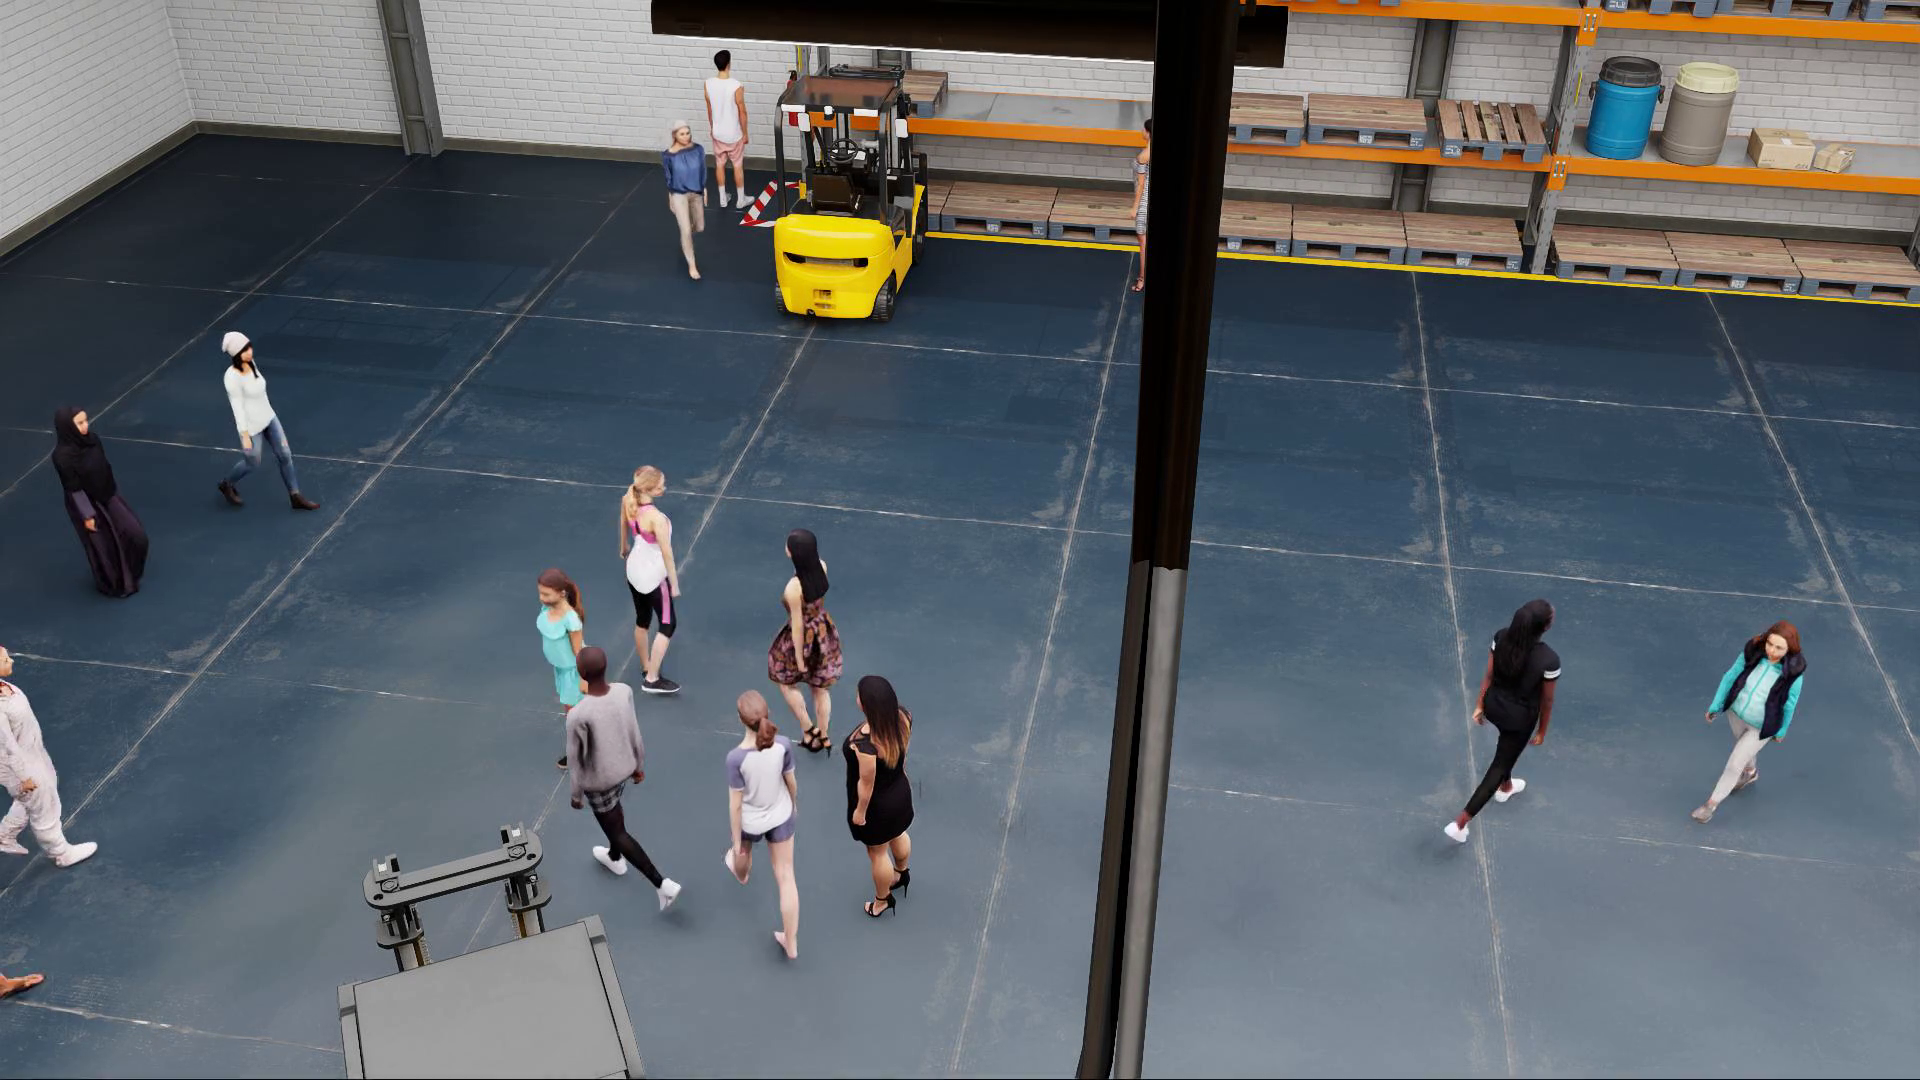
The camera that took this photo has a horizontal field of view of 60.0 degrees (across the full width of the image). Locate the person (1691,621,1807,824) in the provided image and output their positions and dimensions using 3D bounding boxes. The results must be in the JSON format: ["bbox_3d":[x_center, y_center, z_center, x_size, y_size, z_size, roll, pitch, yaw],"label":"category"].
[{"bbox_3d":[5.064,1.091,10.532,1.044,1.460,0.979,-20,38,-27],"label":"person"}]

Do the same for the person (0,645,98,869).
[{"bbox_3d":[-5.736,1.331,9.969,0.928,1.684,0.865,-20,39,-27],"label":"person"}]

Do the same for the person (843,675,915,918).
[{"bbox_3d":[-0.451,1.496,9.690,0.705,1.717,0.732,17,37,23],"label":"person"}]

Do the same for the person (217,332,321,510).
[{"bbox_3d":[-5.766,-0.930,13.429,1.045,1.619,0.573,6,34,8],"label":"person"}]

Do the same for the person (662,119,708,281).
[{"bbox_3d":[-2.887,-3.600,17.390,0.968,1.680,0.994,-17,37,-23],"label":"person"}]

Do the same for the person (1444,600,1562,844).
[{"bbox_3d":[3.351,1.137,10.255,1.165,1.690,1.149,-23,40,-30],"label":"person"}]

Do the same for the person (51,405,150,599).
[{"bbox_3d":[-6.572,-0.308,12.504,0.788,1.607,0.692,13,36,19],"label":"person"}]

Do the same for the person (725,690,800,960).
[{"bbox_3d":[-1.089,1.652,9.453,1.135,1.719,1.068,-14,36,-20],"label":"person"}]

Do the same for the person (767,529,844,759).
[{"bbox_3d":[-0.918,0.711,10.832,0.832,1.761,0.769,19,38,26],"label":"person"}]

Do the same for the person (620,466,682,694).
[{"bbox_3d":[-2.148,0.275,11.474,0.791,1.776,0.944,16,37,23],"label":"person"}]

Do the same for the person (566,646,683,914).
[{"bbox_3d":[-1.998,1.432,9.767,1.206,1.740,1.000,21,39,28],"label":"person"}]

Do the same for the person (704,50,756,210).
[{"bbox_3d":[-2.646,-4.650,18.874,0.559,1.787,0.727,11,35,16],"label":"person"}]
